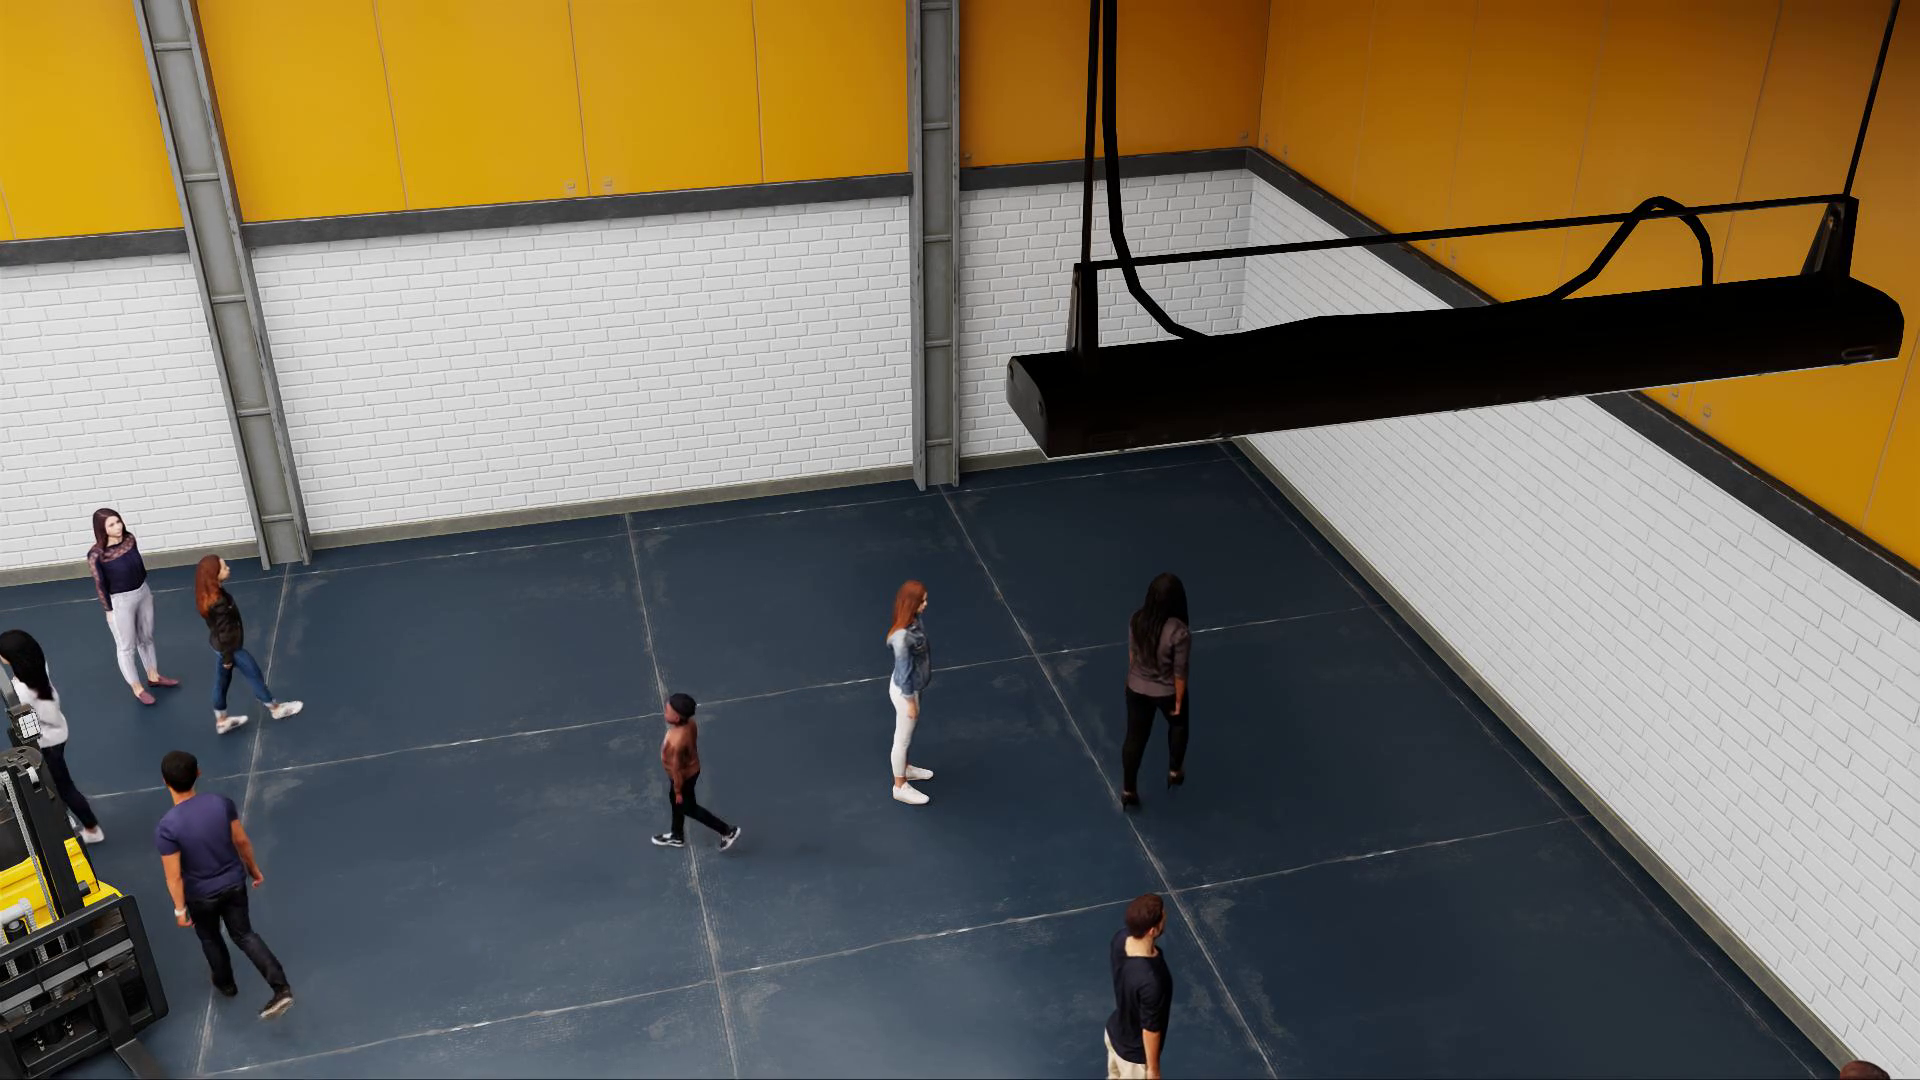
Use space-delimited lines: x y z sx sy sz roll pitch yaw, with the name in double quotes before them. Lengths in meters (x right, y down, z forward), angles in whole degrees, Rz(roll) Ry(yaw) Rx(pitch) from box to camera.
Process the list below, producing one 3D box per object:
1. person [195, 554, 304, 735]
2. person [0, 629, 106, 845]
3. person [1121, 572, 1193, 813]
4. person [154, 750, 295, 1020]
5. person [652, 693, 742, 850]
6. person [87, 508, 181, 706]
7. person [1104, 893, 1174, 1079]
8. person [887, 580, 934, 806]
"person" -5.475 0.793 12.257 0.927 1.459 0.779 -24 36 -36
"person" -5.969 1.327 11.038 0.649 1.689 0.624 -9 30 -16
"person" 1.288 1.098 11.321 0.916 1.819 0.977 15 32 25
"person" -4.265 2.062 9.625 1.103 1.752 1.127 20 35 33
"person" -1.778 1.566 11.070 0.923 1.239 0.705 2 29 4
"person" -6.325 0.483 12.671 0.708 1.607 0.685 9 30 16
"person" 0.886 2.584 8.568 0.549 1.848 0.635 -8 30 -14
"person" -0.376 1.034 11.565 0.636 1.699 0.677 3 29 5
